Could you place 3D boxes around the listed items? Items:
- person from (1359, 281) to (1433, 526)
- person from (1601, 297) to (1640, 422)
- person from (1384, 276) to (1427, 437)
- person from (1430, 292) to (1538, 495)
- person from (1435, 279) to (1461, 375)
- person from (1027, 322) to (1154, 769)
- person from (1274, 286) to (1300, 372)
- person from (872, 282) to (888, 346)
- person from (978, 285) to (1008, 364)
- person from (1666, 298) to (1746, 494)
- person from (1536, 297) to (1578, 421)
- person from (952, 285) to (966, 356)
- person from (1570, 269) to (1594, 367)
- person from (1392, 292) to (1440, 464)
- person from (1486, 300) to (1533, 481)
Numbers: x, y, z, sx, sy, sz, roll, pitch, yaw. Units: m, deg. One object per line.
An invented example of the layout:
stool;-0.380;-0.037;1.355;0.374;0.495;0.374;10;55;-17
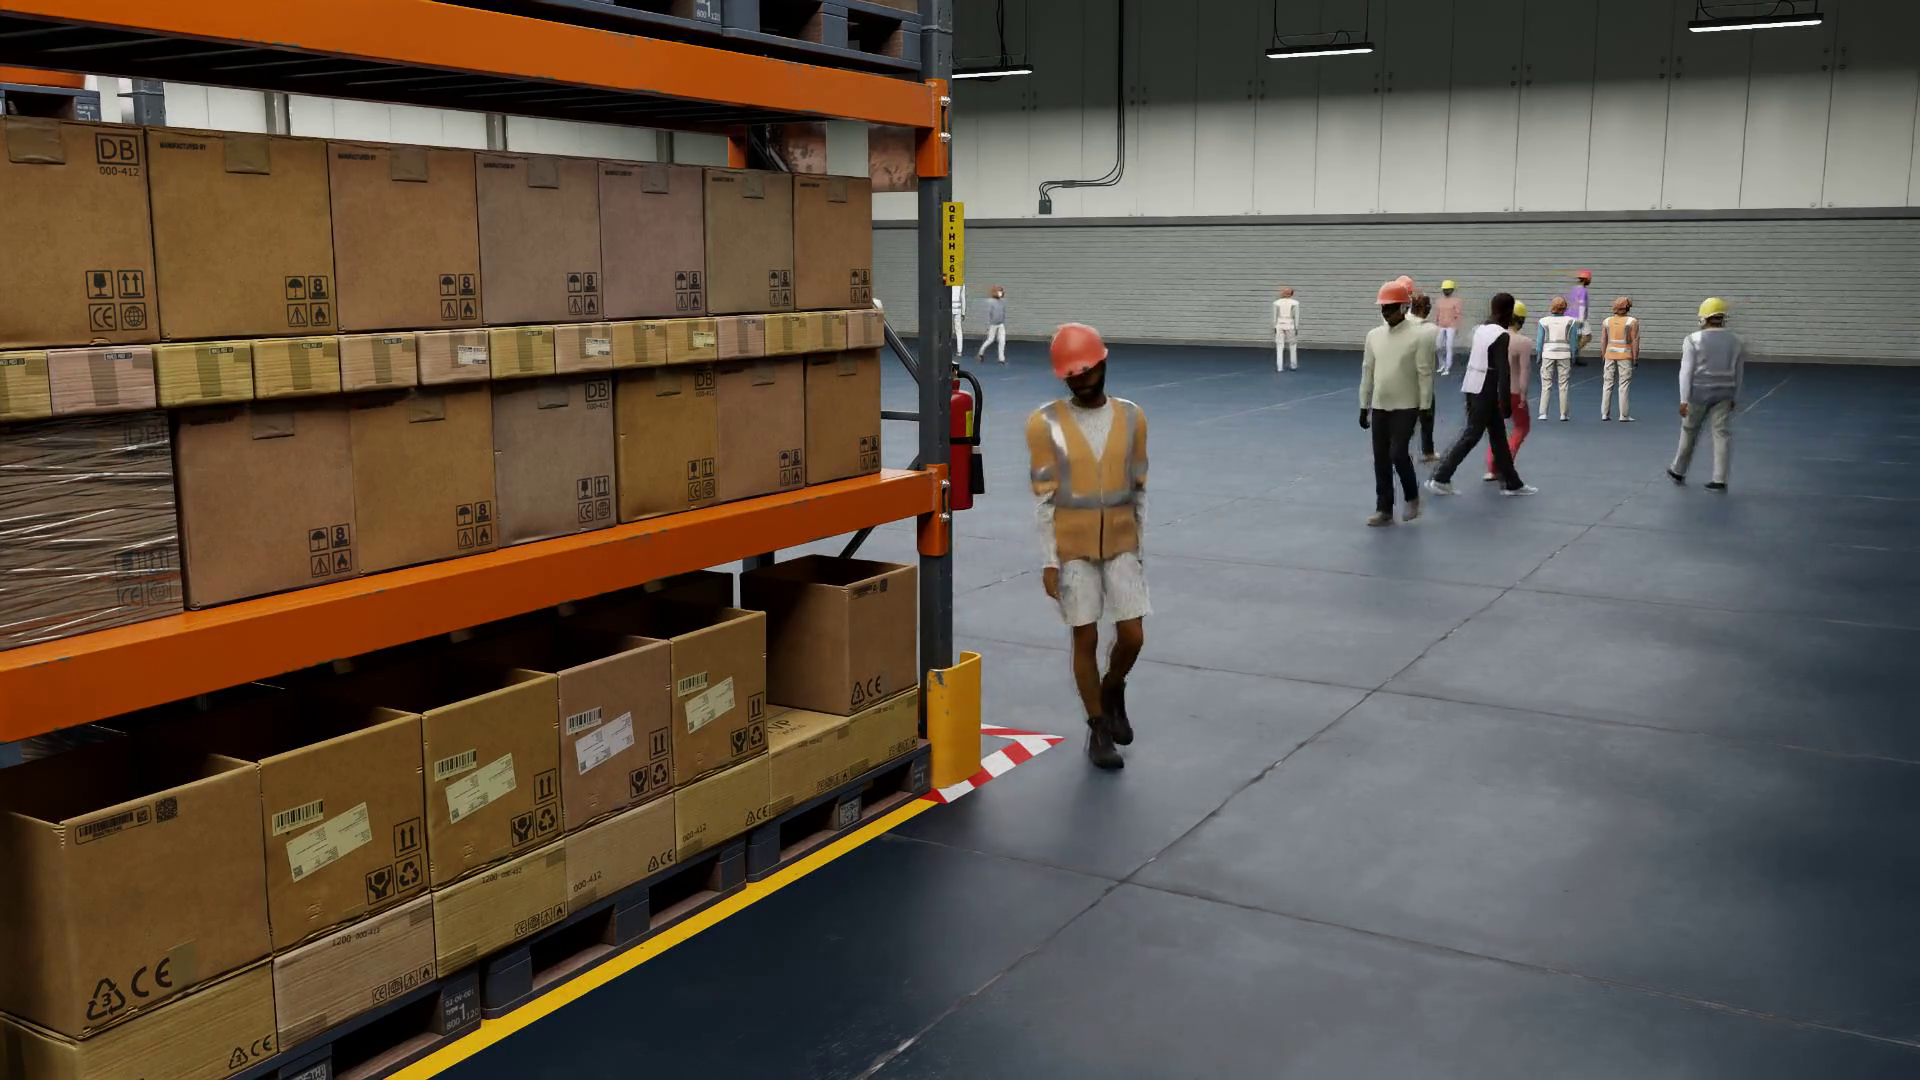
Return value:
person;3.485;-1.086;13.381;0.446;1.974;0.641;-9;13;-41
person;8.687;-2.374;21.913;0.308;1.641;0.514;-9;13;-42
person;5.329;-2.207;20.071;0.552;1.932;0.377;7;12;36
person;4.772;-1.316;15.118;0.994;1.855;0.611;0;10;2
person;8.892;-3.878;30.400;0.525;1.755;0.358;9;13;42
person;0.548;0.029;7.066;0.549;1.904;0.453;-2;10;-12
person;6.202;-3.993;31.498;0.518;1.606;0.801;5;11;25
person;-1.454;-3.278;26.722;0.594;1.809;0.655;6;11;32
person;0.685;-4.351;33.584;0.506;1.609;0.715;-8;12;-38
person;6.964;-1.356;15.522;0.621;1.780;0.915;0;10;0
person;7.883;-2.390;21.998;0.514;1.642;0.310;3;10;19
person;-0.159;-4.956;36.312;0.579;1.882;0.342;-3;10;-19
person;12.221;-4.357;32.686;0.393;1.921;0.552;0;10;1
person;4.741;-1.691;17.430;0.923;1.811;0.528;-8;13;-40
person;5.294;-1.428;16.059;0.388;1.754;0.530;-7;12;-37
